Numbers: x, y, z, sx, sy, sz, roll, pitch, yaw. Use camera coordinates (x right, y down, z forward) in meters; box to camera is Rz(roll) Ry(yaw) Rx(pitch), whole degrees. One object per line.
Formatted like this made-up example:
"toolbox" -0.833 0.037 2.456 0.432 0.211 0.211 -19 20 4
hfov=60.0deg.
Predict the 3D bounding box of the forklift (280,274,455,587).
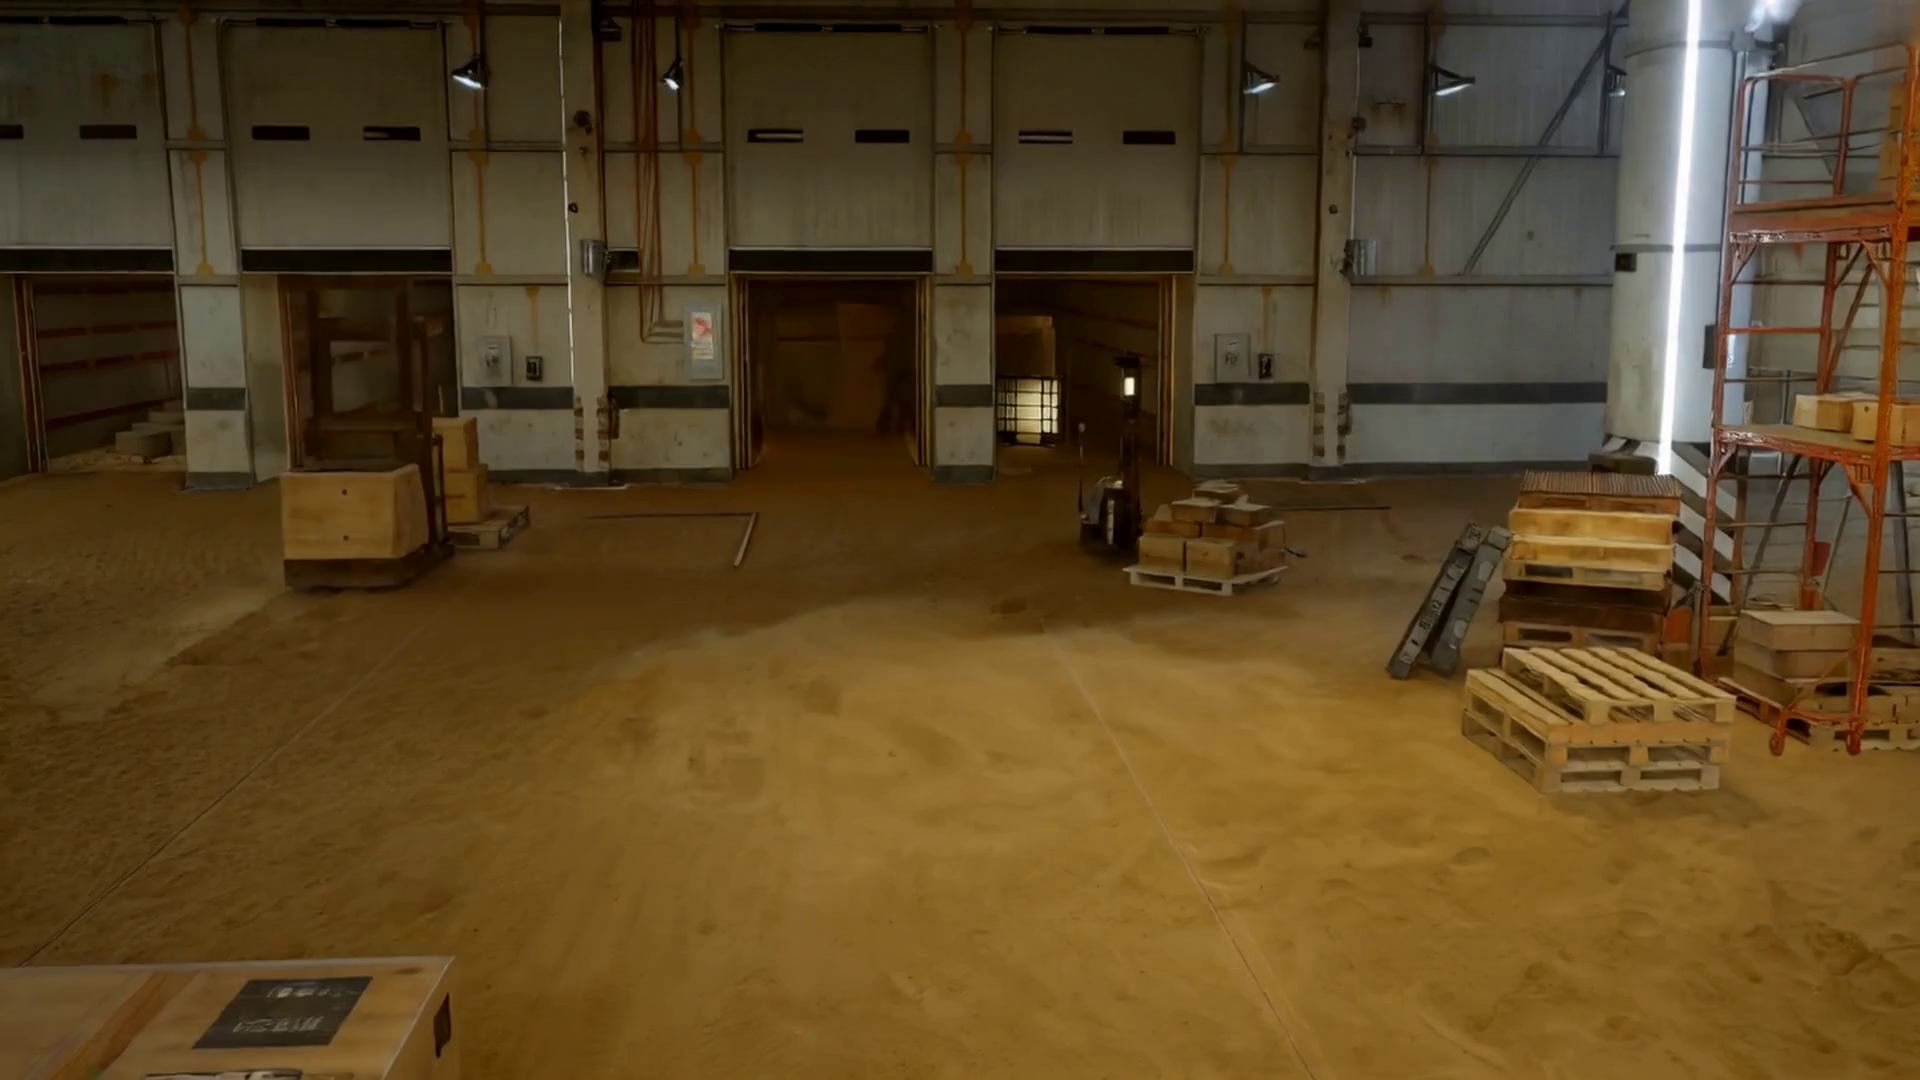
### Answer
"forklift" -5.540 -1.067 15.447 1.129 2.768 1.873 -1 9 -4

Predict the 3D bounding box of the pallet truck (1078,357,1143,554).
"pallet truck" 2.088 -0.836 16.757 1.885 1.965 0.823 2 9 13
